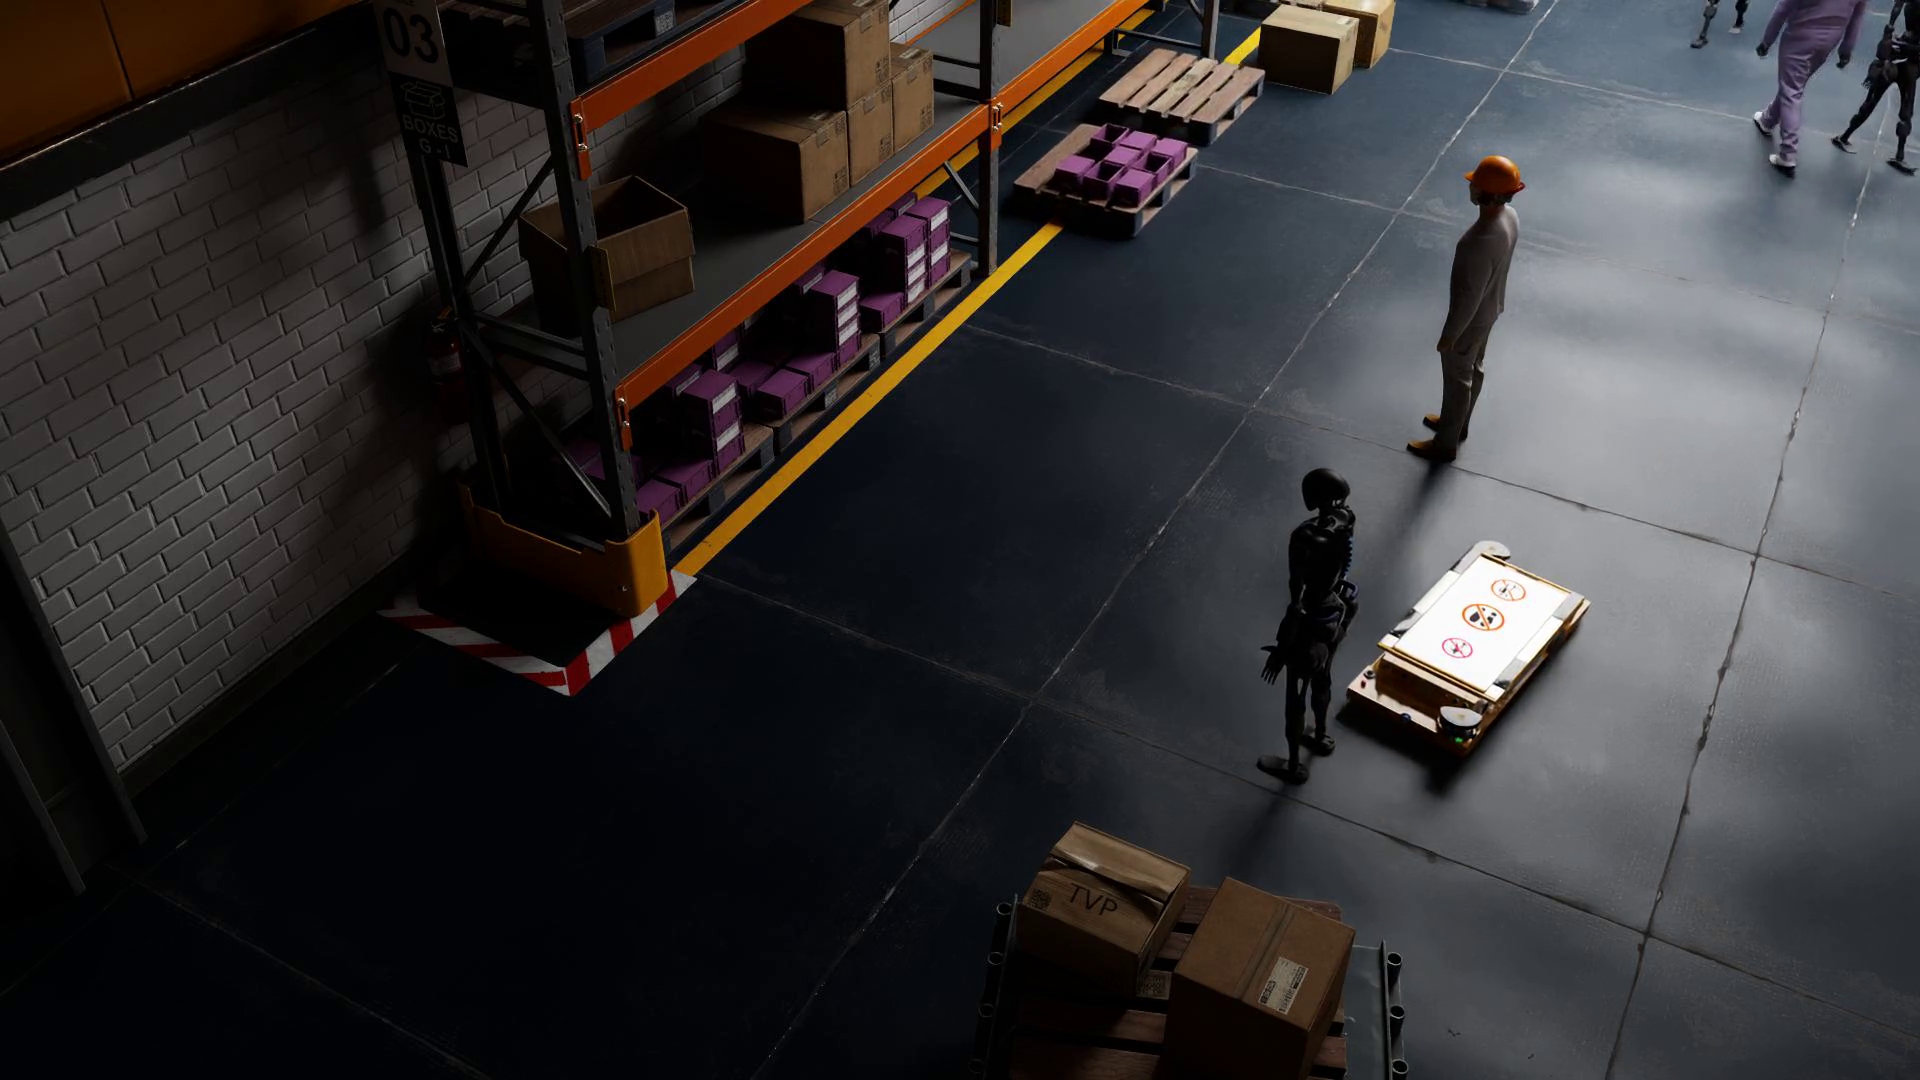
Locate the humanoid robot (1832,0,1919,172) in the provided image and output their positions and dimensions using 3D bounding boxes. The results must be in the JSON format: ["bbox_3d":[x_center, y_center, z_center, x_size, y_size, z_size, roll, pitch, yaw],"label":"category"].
[{"bbox_3d":[7.219,-3.660,12.698,0.599,1.631,0.682,-10,40,-12],"label":"humanoid robot"}]

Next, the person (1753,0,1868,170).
[{"bbox_3d":[6.504,-3.845,12.766,0.650,1.844,1.031,-3,39,-4],"label":"person"}]

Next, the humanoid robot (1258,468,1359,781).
[{"bbox_3d":[1.619,0.383,7.611,0.326,1.650,0.610,26,45,29],"label":"humanoid robot"}]

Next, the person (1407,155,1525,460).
[{"bbox_3d":[2.930,-1.319,9.568,0.359,1.897,0.567,22,44,25],"label":"person"}]

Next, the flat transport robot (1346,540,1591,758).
[{"bbox_3d":[2.644,0.525,8.564,0.659,0.231,1.431,28,46,30],"label":"flat transport robot"}]

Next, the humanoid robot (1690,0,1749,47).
[{"bbox_3d":[6.900,-5.180,14.622,0.609,1.638,0.791,28,46,30],"label":"humanoid robot"}]
